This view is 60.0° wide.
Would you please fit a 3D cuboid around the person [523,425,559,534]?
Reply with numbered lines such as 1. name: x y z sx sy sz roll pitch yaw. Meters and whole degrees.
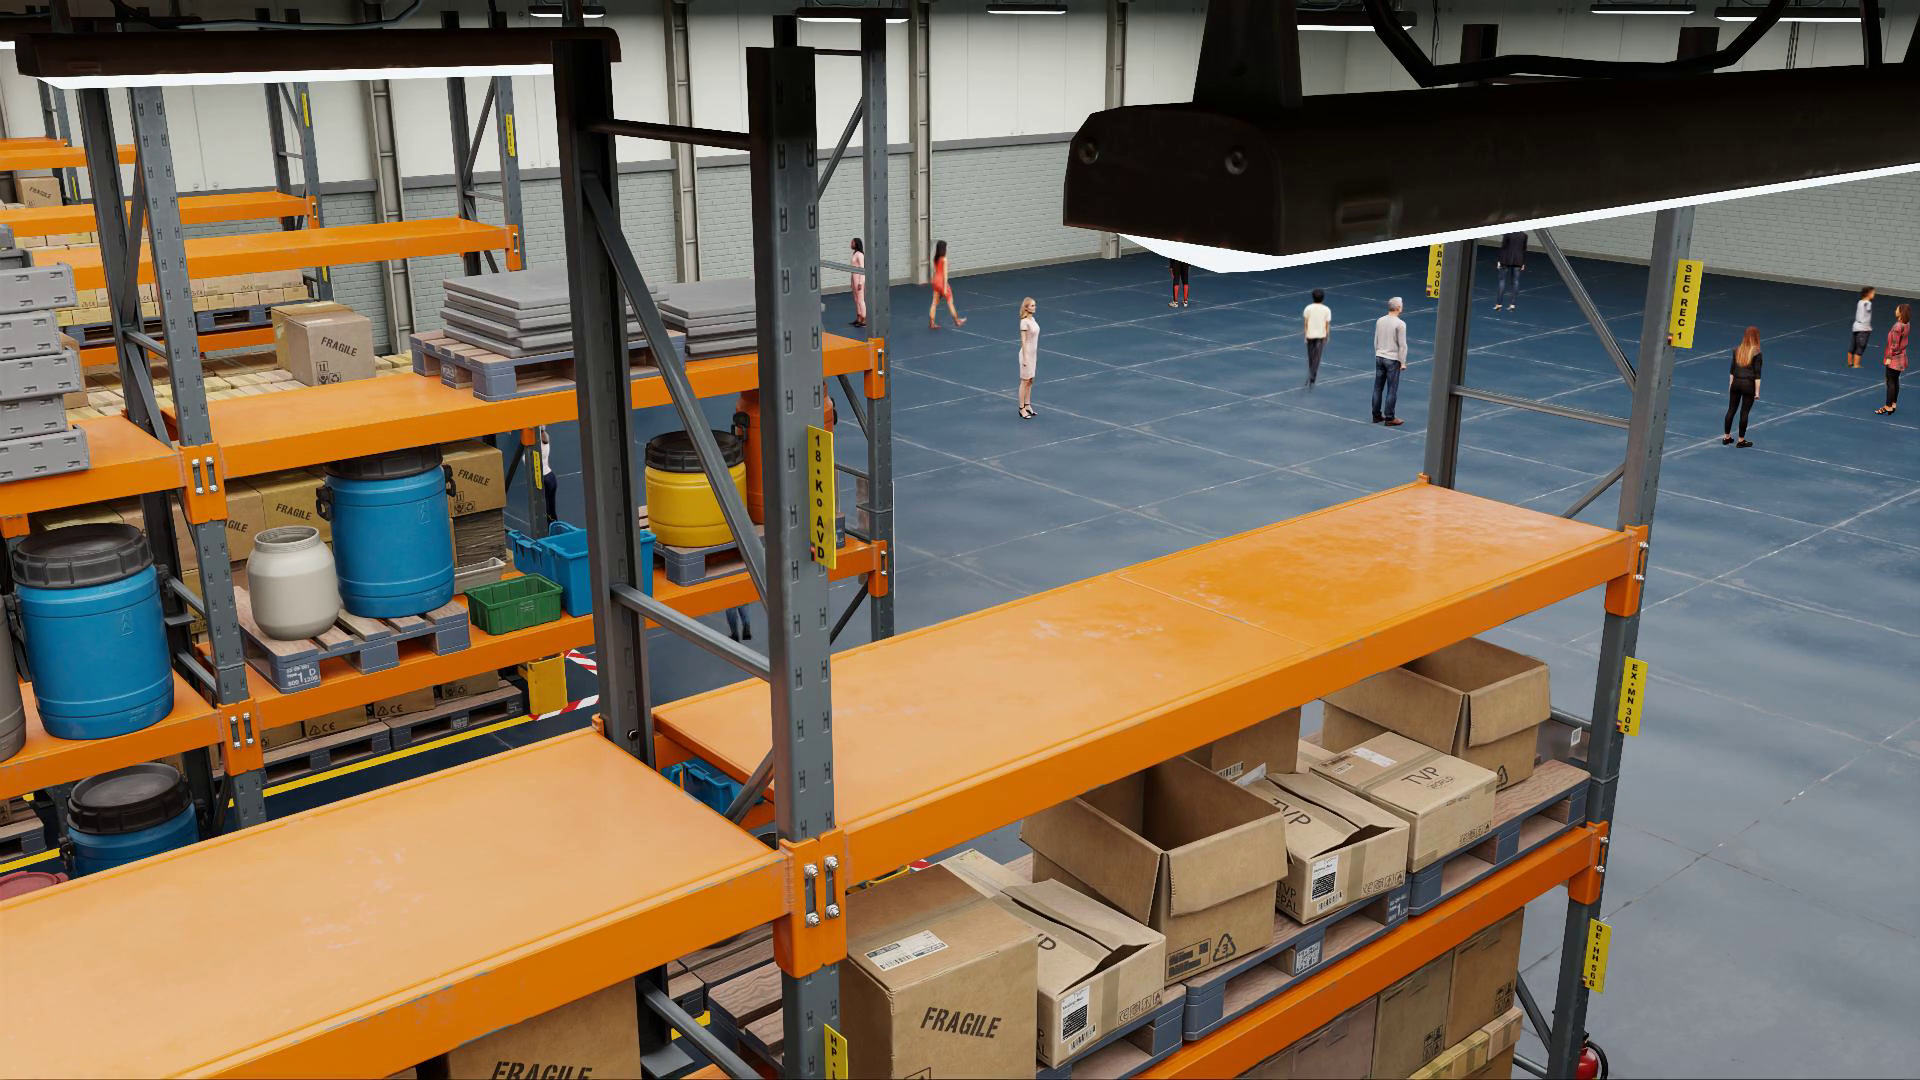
1. person: -4.673 -0.572 18.682 0.746 1.702 0.669 3 18 10

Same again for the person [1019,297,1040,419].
1. person: 1.022 -2.774 25.238 0.693 1.830 0.557 9 20 26

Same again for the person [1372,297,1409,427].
1. person: 6.399 -2.673 24.796 0.646 1.910 0.752 -12 21 -32

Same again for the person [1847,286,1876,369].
1. person: 15.610 -3.728 28.773 0.679 1.455 0.644 0 18 -1

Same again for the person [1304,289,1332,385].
1. person: 5.847 -3.299 27.306 0.918 1.548 1.092 6 19 17

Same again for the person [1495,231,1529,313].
1. person: 10.119 -5.100 30.606 0.824 1.782 0.783 3 18 9

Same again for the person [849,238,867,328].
1. person: -1.979 -5.003 32.261 0.627 1.720 0.682 -7 19 -21

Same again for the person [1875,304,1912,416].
1. person: 14.307 -2.774 25.442 0.694 1.703 0.514 17 24 41

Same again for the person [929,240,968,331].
1. person: -0.439 -4.836 31.806 1.022 1.683 0.611 -14 23 -37

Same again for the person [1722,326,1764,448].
1. person: 11.116 -2.183 23.612 0.549 1.713 0.618 -12 21 -32
